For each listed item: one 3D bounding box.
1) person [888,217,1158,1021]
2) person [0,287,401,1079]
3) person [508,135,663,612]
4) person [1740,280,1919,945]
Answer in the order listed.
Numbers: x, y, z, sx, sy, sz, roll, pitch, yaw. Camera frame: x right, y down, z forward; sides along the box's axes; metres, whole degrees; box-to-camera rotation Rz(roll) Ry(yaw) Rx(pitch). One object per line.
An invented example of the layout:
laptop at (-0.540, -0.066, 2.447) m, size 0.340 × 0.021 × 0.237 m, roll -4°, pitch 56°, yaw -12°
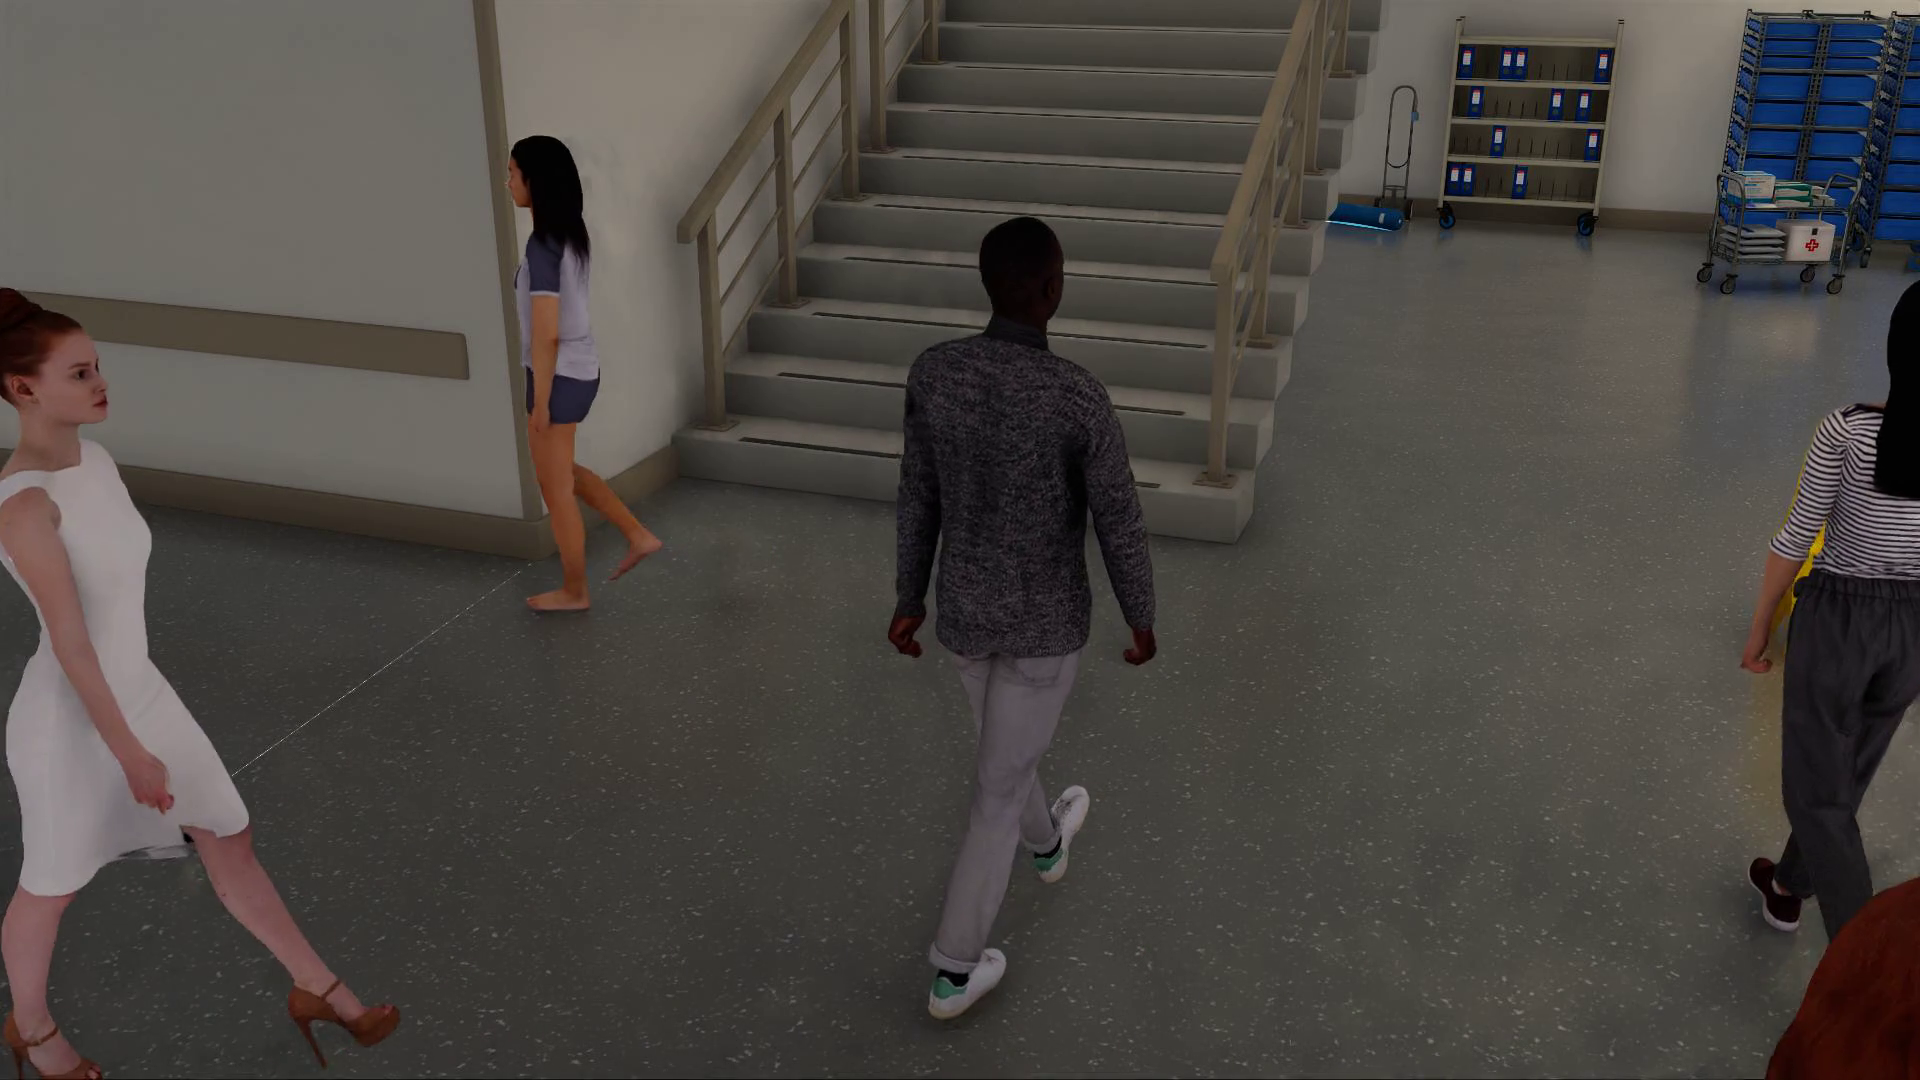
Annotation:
person at (0.061, 0.232, 3.719) m, size 0.875 × 1.799 × 1.177 m, roll 12°, pitch 24°, yaw 29°
person at (-1.827, 0.404, 3.325) m, size 0.880 × 1.756 × 1.058 m, roll 0°, pitch 21°, yaw 0°
person at (-1.325, -0.543, 5.873) m, size 0.794 × 1.722 × 0.776 m, roll -1°, pitch 21°, yaw -2°
person at (2.042, 0.288, 3.704) m, size 0.786 × 1.704 × 1.157 m, roll 2°, pitch 21°, yaw 5°
